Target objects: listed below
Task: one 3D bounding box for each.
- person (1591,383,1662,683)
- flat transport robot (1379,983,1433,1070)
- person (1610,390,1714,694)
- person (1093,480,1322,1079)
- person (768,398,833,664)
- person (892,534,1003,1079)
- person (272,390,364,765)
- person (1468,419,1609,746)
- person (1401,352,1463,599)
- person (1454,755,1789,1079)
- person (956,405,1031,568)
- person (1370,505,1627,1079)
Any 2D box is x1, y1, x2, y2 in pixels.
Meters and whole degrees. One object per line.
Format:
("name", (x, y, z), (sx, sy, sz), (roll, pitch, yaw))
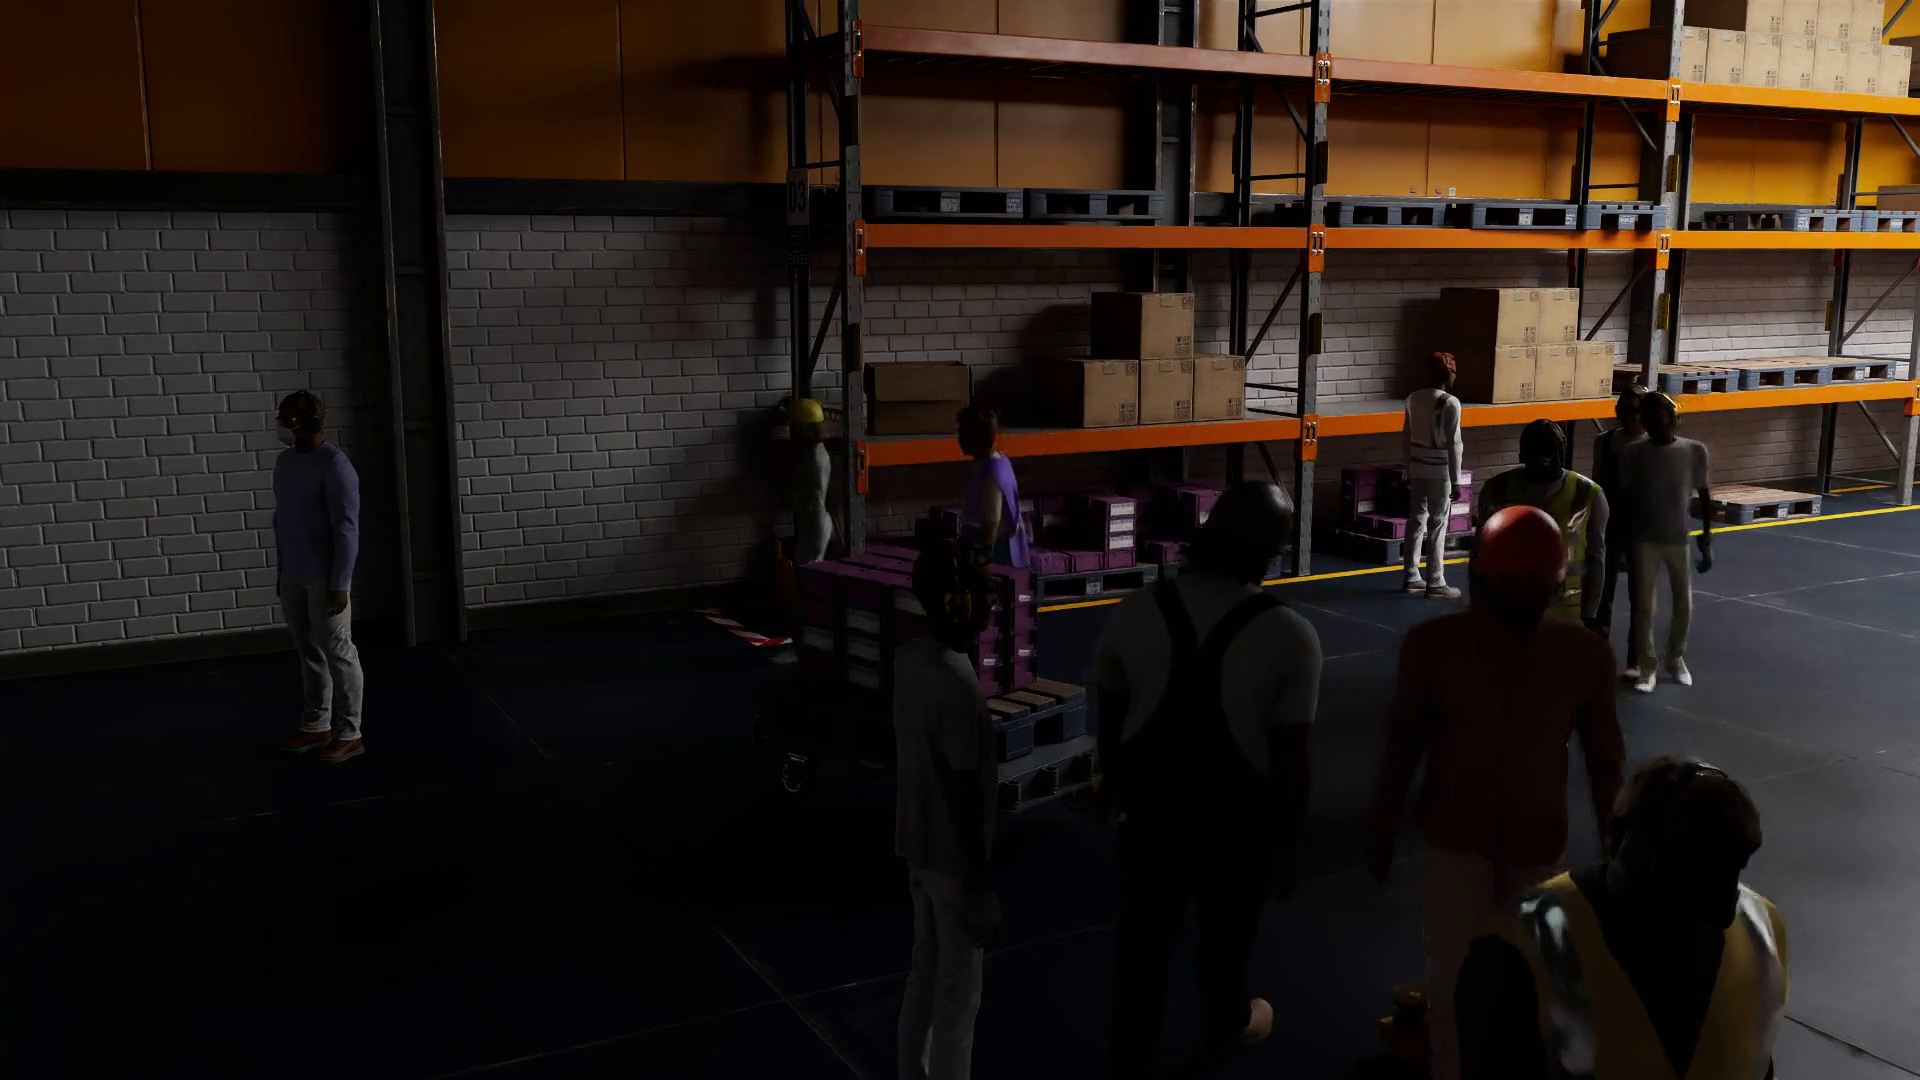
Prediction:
("person", (4.106, -0.046, 10.269), (0.504, 1.847, 0.345), (8, 13, 40))
("flat transport robot", (1.985, 1.656, 4.998), (0.652, 0.197, 1.431), (-5, 11, -25))
("person", (4.210, 0.010, 9.985), (0.574, 1.833, 0.606), (4, 10, 20))
("person", (0.734, 0.756, 5.093), (0.761, 2.000, 0.996), (5, 11, 26))
("person", (-0.897, -0.060, 10.682), (0.650, 1.722, 0.496), (-2, 10, -10))
("person", (-0.013, 0.912, 4.699), (0.328, 1.868, 0.510), (-4, 11, -23))
("person", (-3.352, 0.191, 8.638), (0.632, 1.940, 0.372), (7, 12, 36))
("person", (2.800, 0.328, 8.129), (0.633, 1.843, 0.429), (5, 11, 25))
("person", (3.622, -0.495, 12.745), (0.337, 1.882, 0.584), (-5, 11, -25))
("person", (1.182, 1.256, 2.942), (0.659, 1.789, 0.913), (-1, 10, -5))
("person", (0.099, 0.164, 9.133), (0.642, 1.814, 0.602), (0, 10, -2))
("person", (1.530, 0.876, 4.656), (0.673, 1.950, 0.895), (1, 10, 5))
